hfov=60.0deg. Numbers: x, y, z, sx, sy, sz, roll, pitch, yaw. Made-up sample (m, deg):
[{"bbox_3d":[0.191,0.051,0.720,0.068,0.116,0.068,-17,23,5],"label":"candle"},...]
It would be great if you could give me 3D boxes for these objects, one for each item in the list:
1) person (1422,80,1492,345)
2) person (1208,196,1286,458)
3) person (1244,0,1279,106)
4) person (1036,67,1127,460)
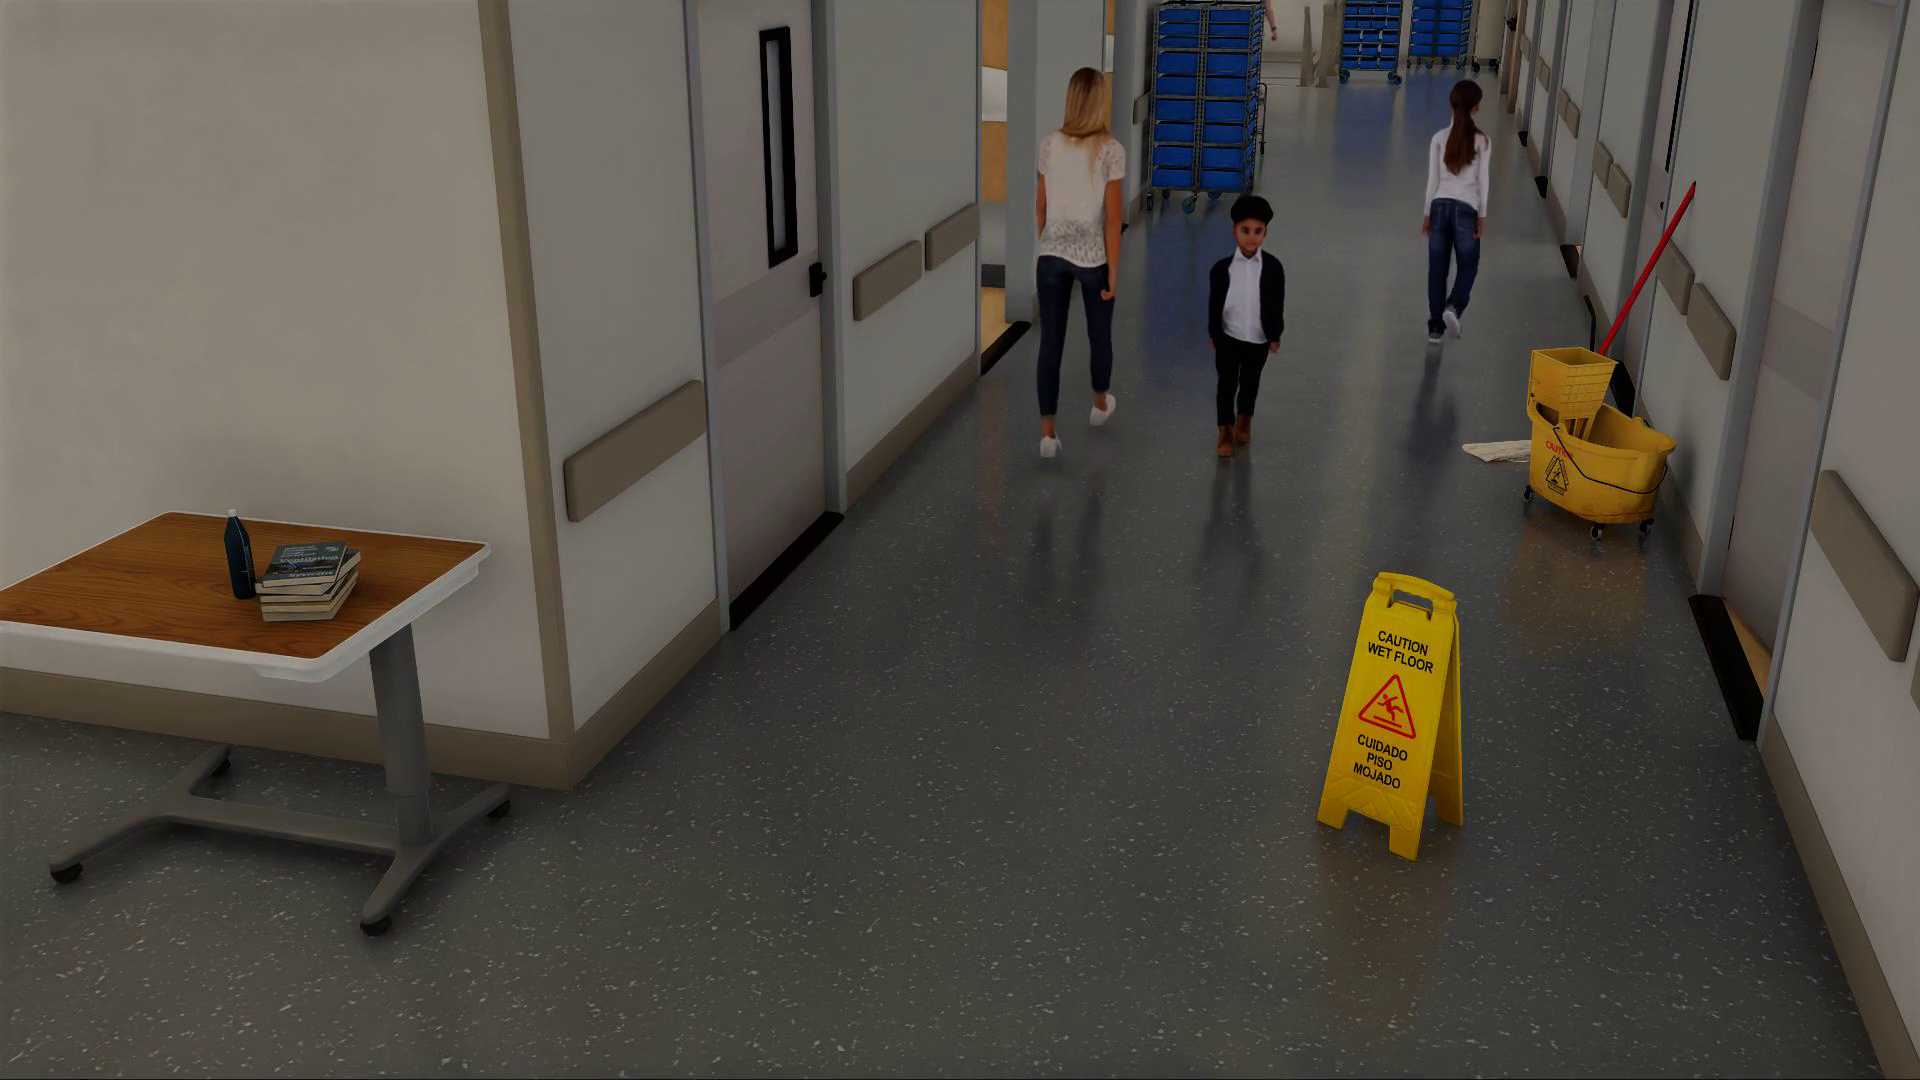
[{"bbox_3d":[2.877,-1.887,9.756,0.557,1.547,0.789,8,22,20],"label":"person"},{"bbox_3d":[1.369,-1.035,7.988,0.562,1.205,0.749,3,21,8],"label":"person"},{"bbox_3d":[3.790,-6.674,21.999,1.211,1.826,1.377,-8,22,-20],"label":"person"},{"bbox_3d":[0.506,-1.229,7.712,0.640,1.763,1.148,7,22,17],"label":"person"}]
